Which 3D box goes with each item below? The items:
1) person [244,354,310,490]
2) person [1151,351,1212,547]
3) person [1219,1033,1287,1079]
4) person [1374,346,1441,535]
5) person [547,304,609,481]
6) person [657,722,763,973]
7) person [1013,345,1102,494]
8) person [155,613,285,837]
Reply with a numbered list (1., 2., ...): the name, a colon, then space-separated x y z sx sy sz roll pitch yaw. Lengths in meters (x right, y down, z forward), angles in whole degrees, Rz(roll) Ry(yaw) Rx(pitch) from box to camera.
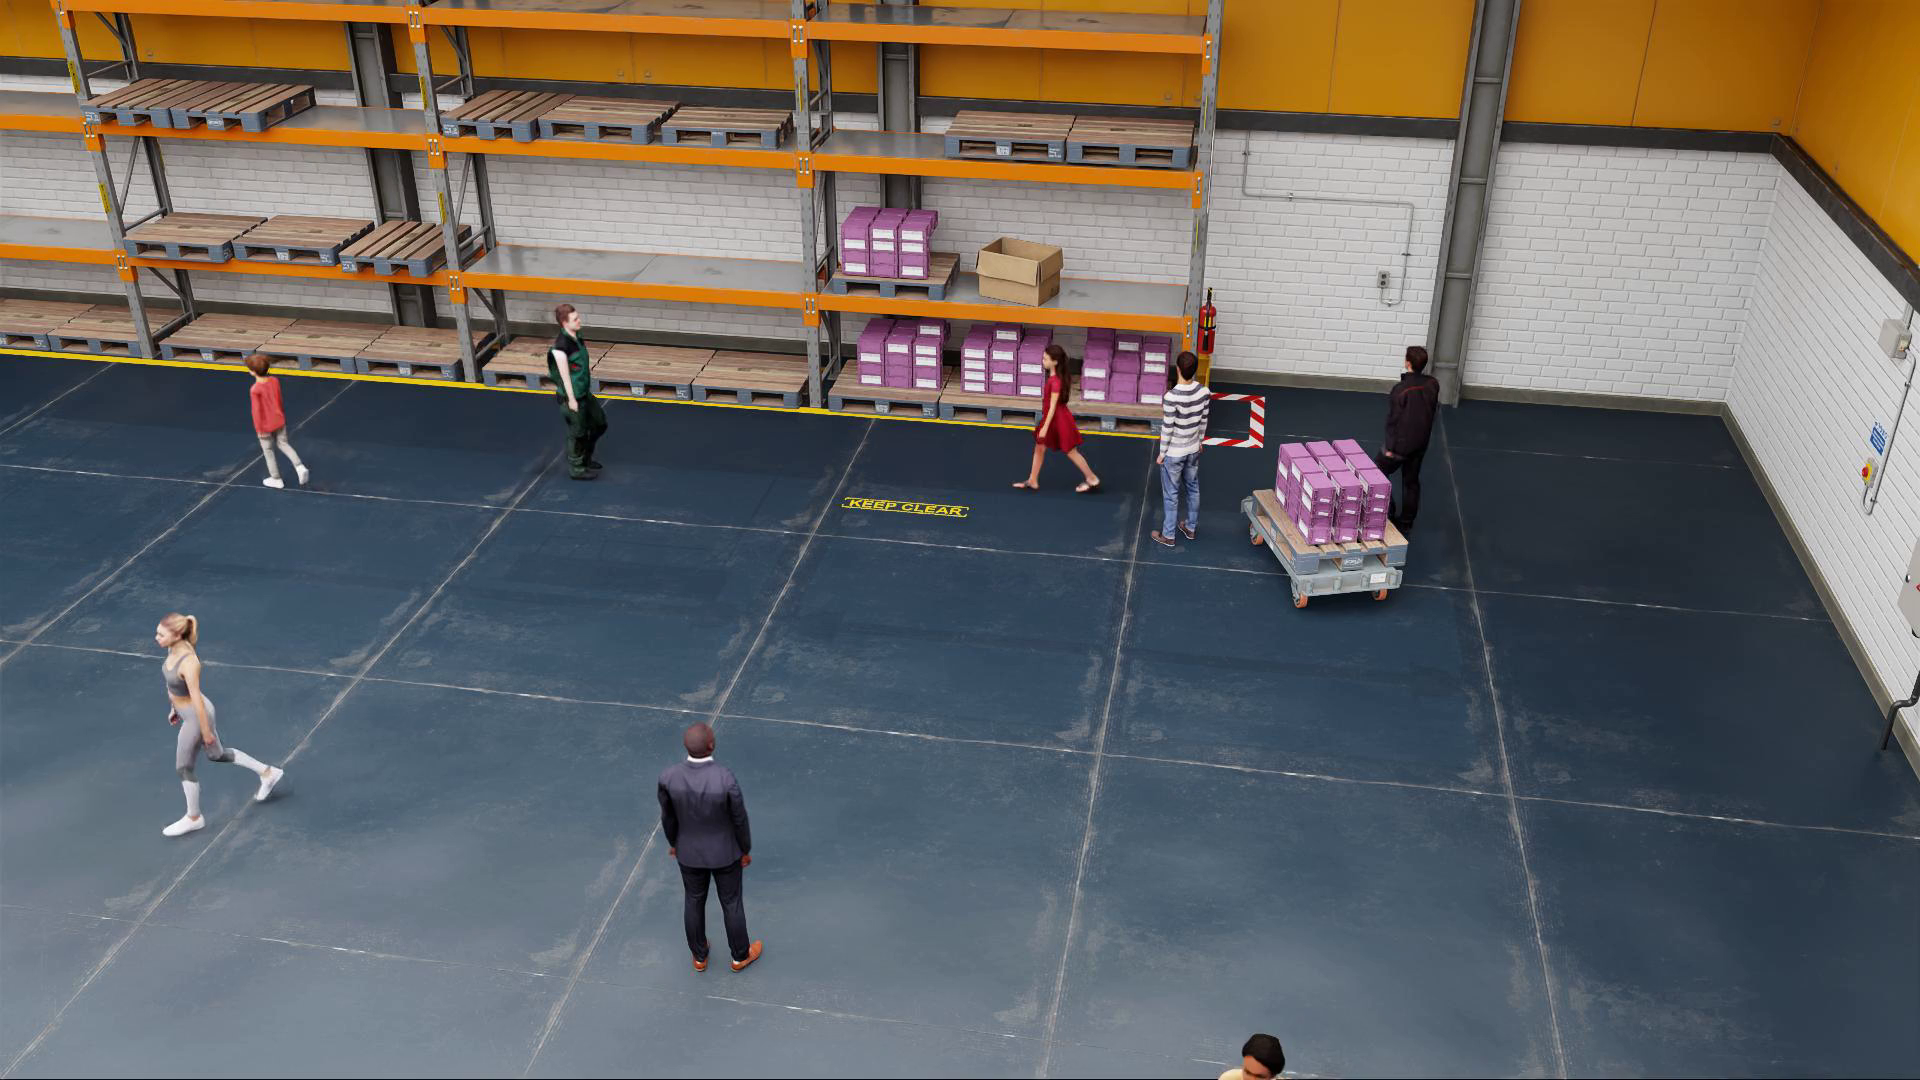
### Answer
1. person: -6.614 -1.134 16.081 0.811 1.411 0.644 13 31 23
2. person: 2.011 -0.831 15.063 0.693 1.854 0.778 -15 32 -26
3. person: 1.462 3.042 8.217 1.009 1.611 0.828 13 31 22
4. person: 4.131 -0.867 15.155 0.790 1.830 0.895 -12 31 -21
5. person: -3.816 -1.423 16.171 0.624 1.832 0.638 5 29 9
6. person: -1.523 1.880 10.124 0.524 1.824 0.741 4 29 8
7. person: 1.019 -1.122 15.947 1.118 1.518 0.699 -2 29 -3
8. person: -5.190 1.217 11.493 1.112 1.677 1.002 -15 32 -26
